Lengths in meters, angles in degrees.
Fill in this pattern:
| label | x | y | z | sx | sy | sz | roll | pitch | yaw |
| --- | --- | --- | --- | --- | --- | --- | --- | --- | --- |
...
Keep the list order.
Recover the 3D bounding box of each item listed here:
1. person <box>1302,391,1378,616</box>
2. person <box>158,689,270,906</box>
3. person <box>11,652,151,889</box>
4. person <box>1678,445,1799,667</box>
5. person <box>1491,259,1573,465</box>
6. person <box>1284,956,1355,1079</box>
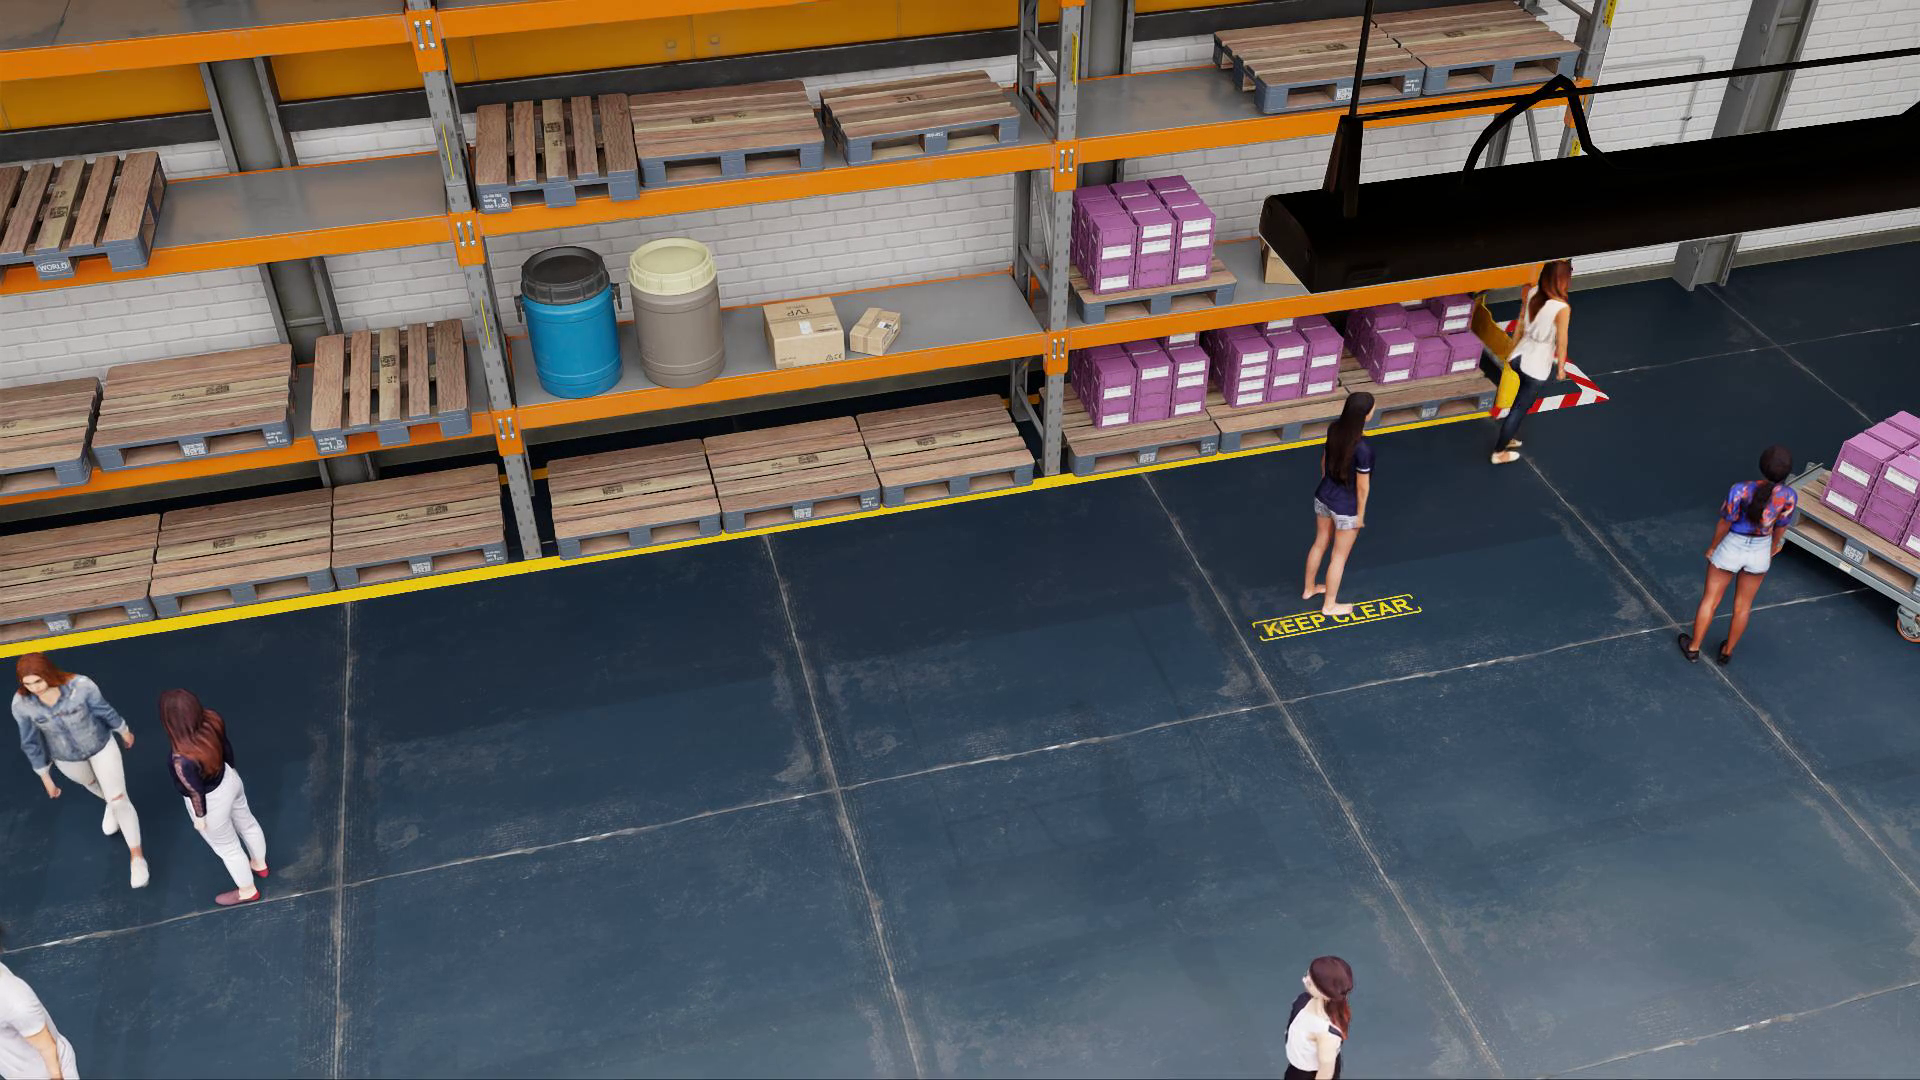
| label | x | y | z | sx | sy | sz | roll | pitch | yaw |
| --- | --- | --- | --- | --- | --- | --- | --- | --- | --- |
| person | 2.582 | -0.254 | 11.310 | 0.588 | 1.765 | 0.617 | -18 | 42 | -21 |
| person | -4.196 | 1.429 | 9.328 | 0.649 | 1.608 | 0.664 | 3 | 39 | 4 |
| person | -5.055 | 1.183 | 9.610 | 1.046 | 1.641 | 0.771 | -13 | 40 | -15 |
| person | 5.112 | 0.101 | 10.876 | 0.605 | 1.751 | 0.724 | 8 | 39 | 10 |
| person | 4.266 | -1.314 | 12.630 | 0.613 | 1.774 | 0.592 | -12 | 40 | -14 |
| person | 1.688 | 2.529 | 7.918 | 0.652 | 1.648 | 0.637 | 5 | 39 | 6 |
